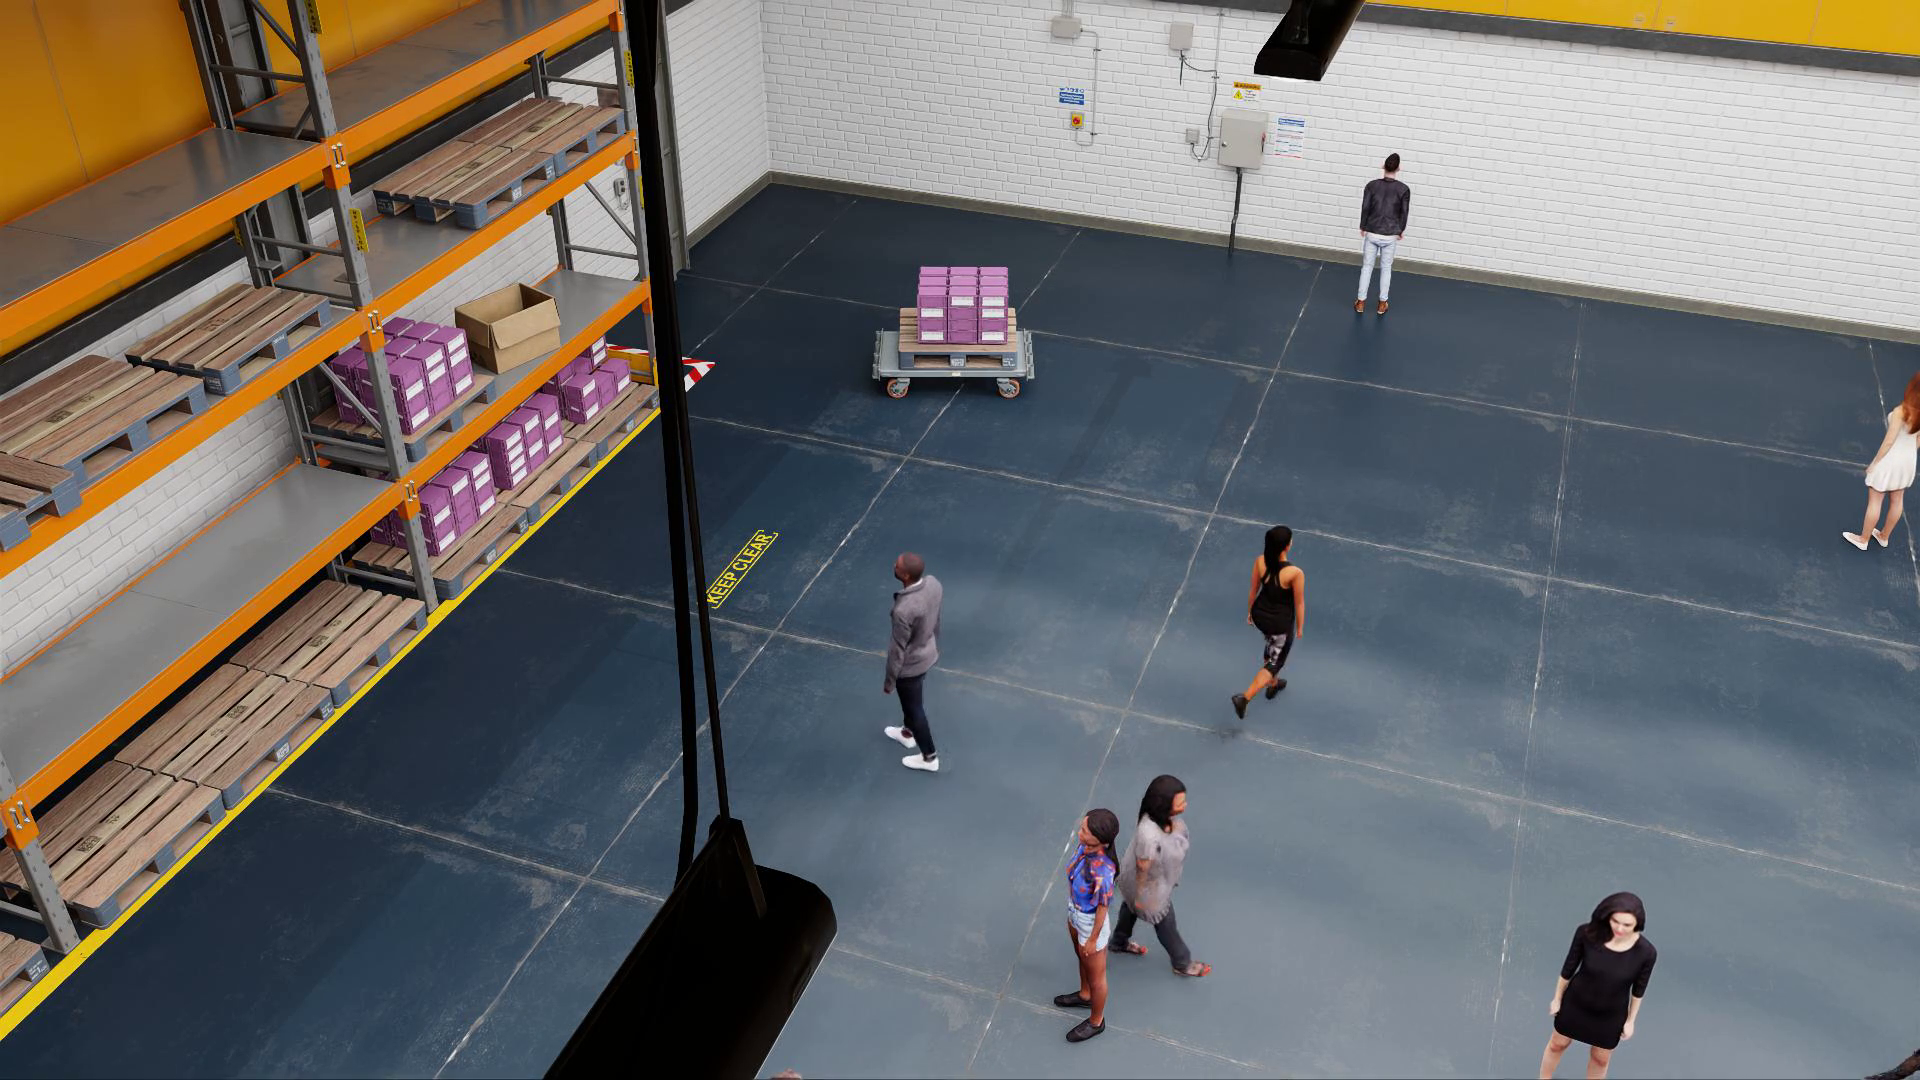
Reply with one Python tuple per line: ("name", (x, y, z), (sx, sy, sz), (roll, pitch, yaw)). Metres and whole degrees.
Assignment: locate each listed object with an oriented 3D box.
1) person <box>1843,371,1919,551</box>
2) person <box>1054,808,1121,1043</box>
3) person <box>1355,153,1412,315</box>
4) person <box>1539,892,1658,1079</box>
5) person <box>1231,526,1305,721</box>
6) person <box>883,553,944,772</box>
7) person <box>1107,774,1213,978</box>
("person", (8.079, -0.686, 14.350), (0.647, 1.711, 0.678), (-6, 34, -9))
("person", (0.776, 2.262, 9.886), (0.730, 1.743, 0.628), (-7, 34, -11))
("person", (4.631, -3.360, 18.260), (0.673, 1.837, 0.572), (8, 34, 12))
("person", (3.536, 2.627, 9.278), (0.616, 1.807, 0.521), (16, 37, 22))
("person", (2.313, 0.630, 12.434), (0.863, 1.640, 1.076), (29, 43, 36))
("person", (-0.293, 0.881, 11.899), (0.862, 1.813, 0.788), (17, 37, 24))
("person", (1.108, 2.061, 10.335), (0.812, 1.580, 0.895), (4, 34, 6))
